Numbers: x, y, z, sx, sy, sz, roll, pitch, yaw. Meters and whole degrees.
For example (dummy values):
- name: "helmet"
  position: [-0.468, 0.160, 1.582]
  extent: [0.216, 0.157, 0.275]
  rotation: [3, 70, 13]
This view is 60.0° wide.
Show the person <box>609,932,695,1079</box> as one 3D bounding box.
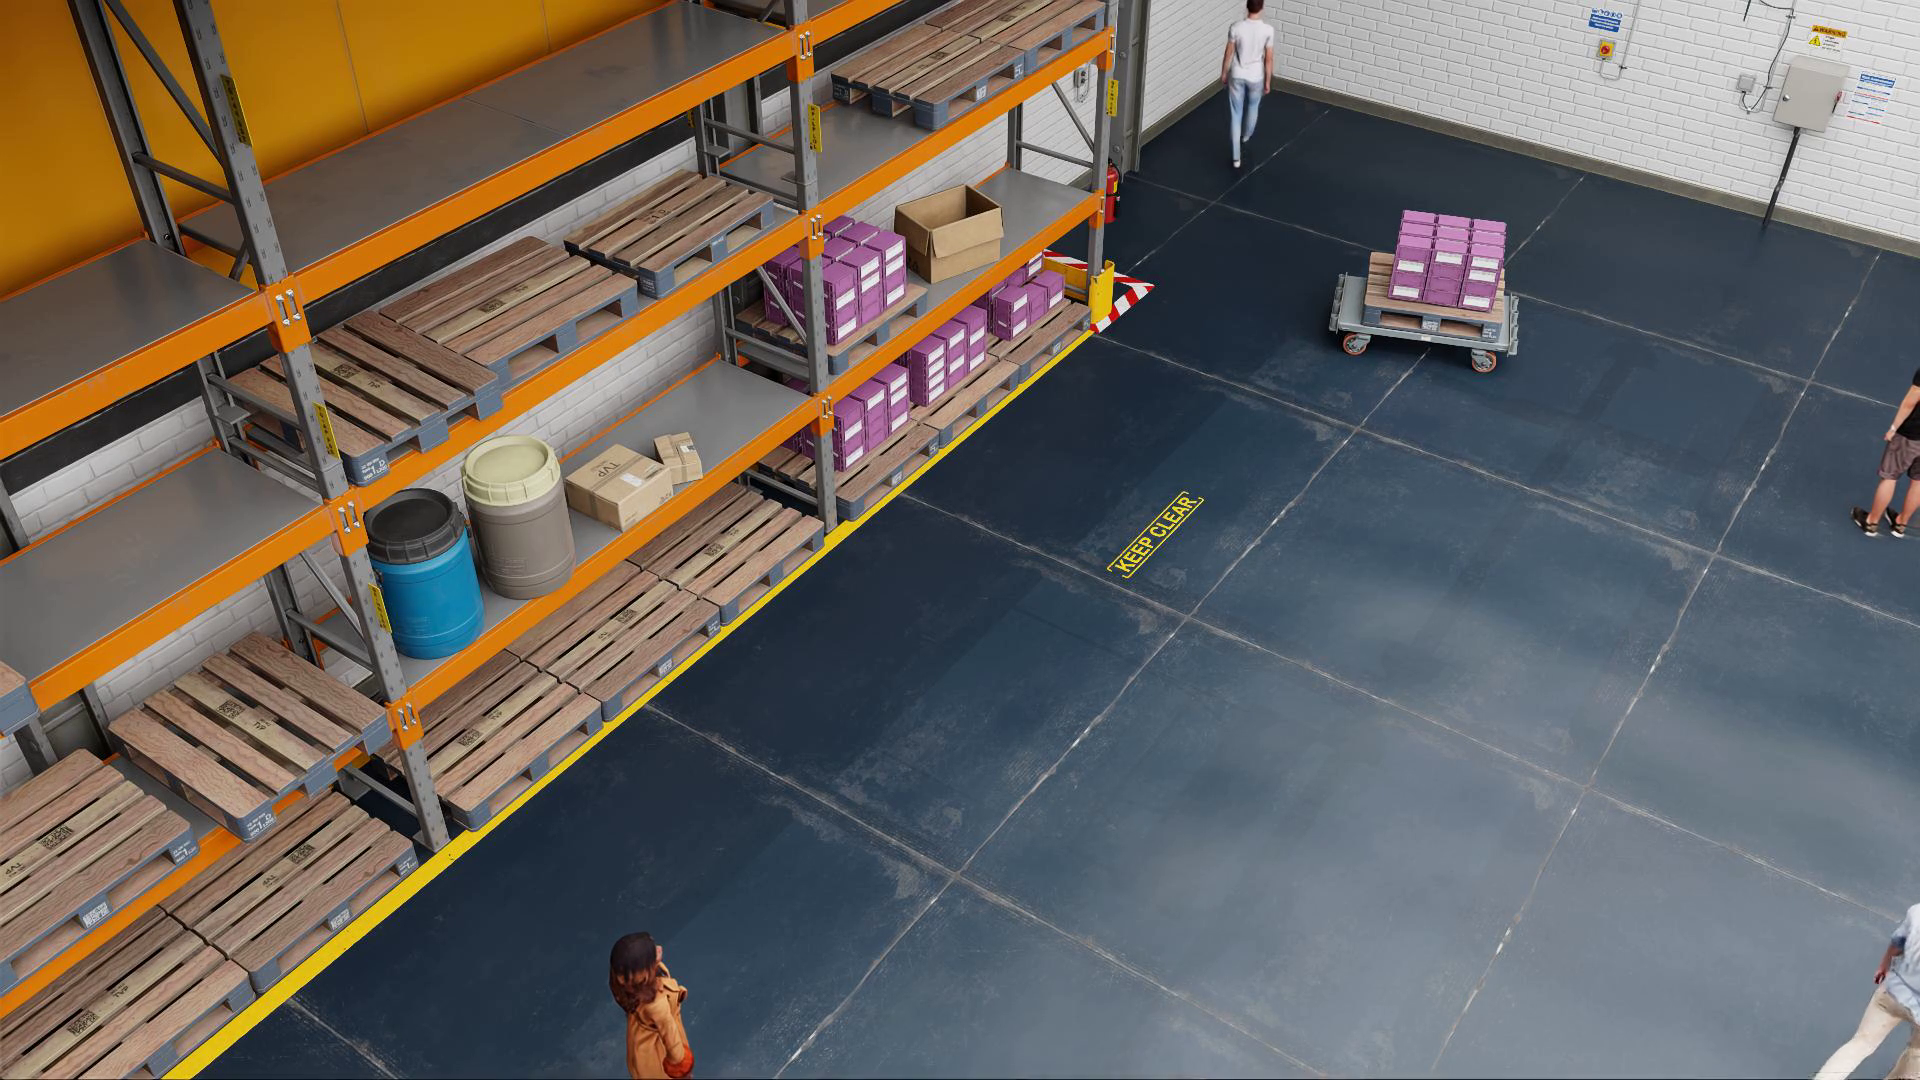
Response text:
- name: "person"
  position: [-1.541, 2.573, 8.489]
  extent: [0.714, 1.720, 0.764]
  rotation: [-24, 45, -27]

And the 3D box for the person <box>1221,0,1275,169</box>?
- name: "person"
  position: [3.049, -4.862, 17.721]
  extent: [1.015, 1.816, 1.219]
  rotation: [4, 39, 5]

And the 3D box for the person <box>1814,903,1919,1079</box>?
- name: "person"
  position: [4.854, 2.431, 8.592]
  extent: [1.304, 1.813, 1.015]
  rotation: [-20, 43, -23]

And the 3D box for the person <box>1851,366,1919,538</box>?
- name: "person"
  position: [7.306, -0.821, 12.627]
  extent: [0.744, 1.860, 0.778]
  rotation: [-2, 39, -2]
